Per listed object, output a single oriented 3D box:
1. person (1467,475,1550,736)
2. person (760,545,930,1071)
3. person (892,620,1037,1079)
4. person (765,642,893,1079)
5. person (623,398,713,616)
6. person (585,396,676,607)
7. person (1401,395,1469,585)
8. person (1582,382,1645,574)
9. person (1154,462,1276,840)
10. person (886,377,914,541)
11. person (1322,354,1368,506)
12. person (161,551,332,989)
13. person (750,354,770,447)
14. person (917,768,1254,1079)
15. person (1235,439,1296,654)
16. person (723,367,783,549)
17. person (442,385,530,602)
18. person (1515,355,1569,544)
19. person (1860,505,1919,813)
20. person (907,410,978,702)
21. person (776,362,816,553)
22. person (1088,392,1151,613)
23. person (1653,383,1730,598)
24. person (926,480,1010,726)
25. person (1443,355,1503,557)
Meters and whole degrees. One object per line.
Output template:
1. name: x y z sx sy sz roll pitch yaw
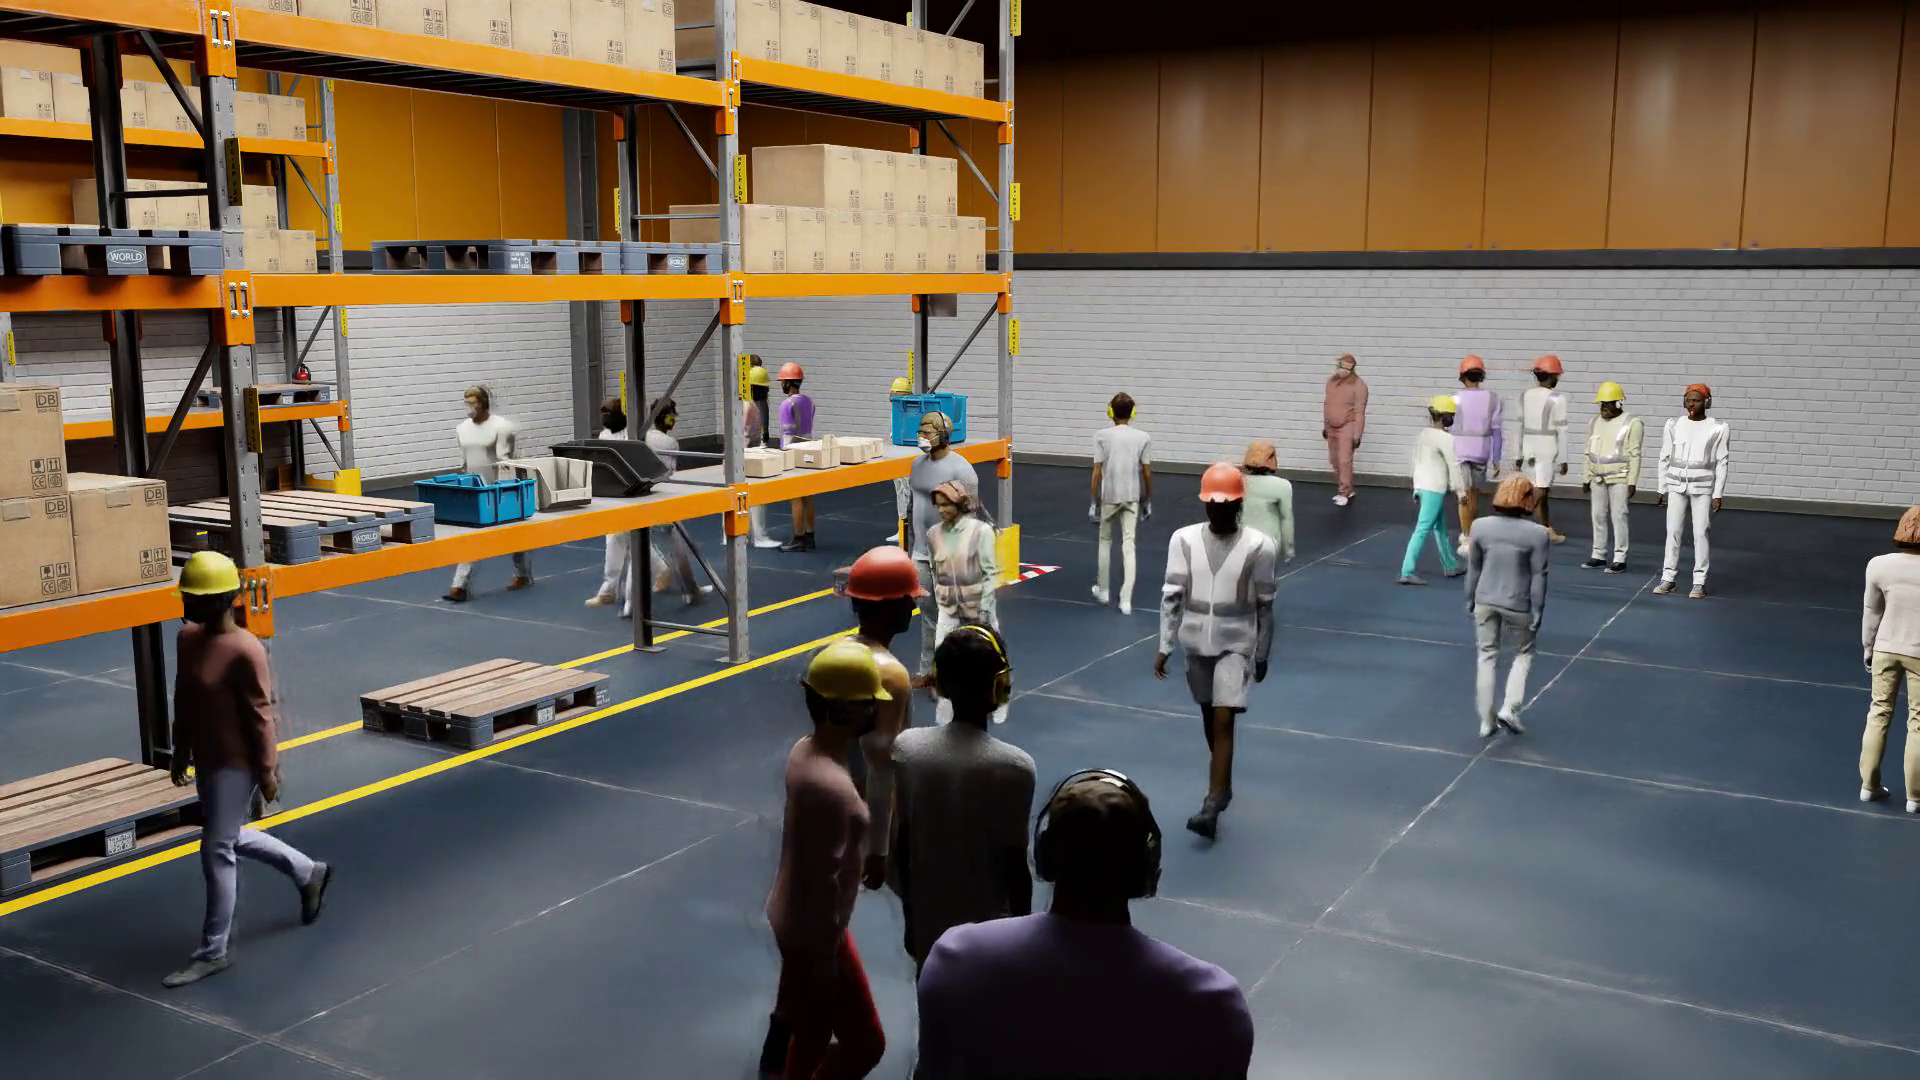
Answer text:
1. person: 3.341 0.408 10.188 0.514 1.622 0.342 6 11 35
2. person: -0.280 0.951 5.987 1.032 1.878 0.563 -5 11 -31
3. person: 0.065 1.147 4.875 0.572 1.843 0.726 6 11 34
4. person: -0.389 1.170 5.025 0.391 1.749 0.559 -2 9 -15
5. person: -2.509 -0.290 13.976 0.494 1.806 1.018 5 11 30
6. person: -2.864 -0.356 14.428 0.915 1.807 0.645 -8 12 -41
7. person: 4.422 -0.446 15.193 0.875 1.729 0.546 -1 9 -8
8. person: 6.194 -0.596 15.850 0.403 1.815 0.613 -5 11 -31
9. person: 1.296 0.546 8.486 0.548 1.879 1.001 4 10 24
10. person: -0.613 -0.852 17.667 0.295 1.744 0.484 4 10 23
11. person: 4.757 -1.353 20.421 0.611 1.868 0.716 -5 11 -30
12. person: -2.964 0.883 6.838 0.526 1.742 0.765 7 12 38
13. person: -2.577 -1.385 20.688 0.635 1.842 0.429 9 13 44
14. person: 0.229 1.374 3.172 0.649 1.930 0.417 3 9 16
15. person: 2.228 0.060 12.360 0.505 1.622 0.378 6 11 31
16. person: -2.165 -0.845 17.199 0.659 1.884 0.590 -1 9 -4
17. person: -4.151 -0.416 14.581 0.630 1.877 1.073 3 10 19
18. person: 5.966 -0.907 17.201 0.939 2.013 0.620 -5 10 -26
19. person: 5.031 0.625 8.818 0.277 1.629 0.496 -7 11 -35
20. person: -0.144 0.103 11.095 0.370 1.941 0.627 -8 12 -39
21. person: -1.697 -0.840 16.983 0.377 1.936 0.549 4 10 24
22. person: 1.342 -0.336 14.150 0.573 1.832 0.859 -1 9 -5
23. person: 6.420 -0.433 14.616 0.575 1.883 0.355 8 12 39
24. person: 0.045 0.411 10.253 0.518 1.590 0.881 4 10 24
25. person: 5.133 -0.868 16.925 0.636 2.003 0.931 0 9 1
